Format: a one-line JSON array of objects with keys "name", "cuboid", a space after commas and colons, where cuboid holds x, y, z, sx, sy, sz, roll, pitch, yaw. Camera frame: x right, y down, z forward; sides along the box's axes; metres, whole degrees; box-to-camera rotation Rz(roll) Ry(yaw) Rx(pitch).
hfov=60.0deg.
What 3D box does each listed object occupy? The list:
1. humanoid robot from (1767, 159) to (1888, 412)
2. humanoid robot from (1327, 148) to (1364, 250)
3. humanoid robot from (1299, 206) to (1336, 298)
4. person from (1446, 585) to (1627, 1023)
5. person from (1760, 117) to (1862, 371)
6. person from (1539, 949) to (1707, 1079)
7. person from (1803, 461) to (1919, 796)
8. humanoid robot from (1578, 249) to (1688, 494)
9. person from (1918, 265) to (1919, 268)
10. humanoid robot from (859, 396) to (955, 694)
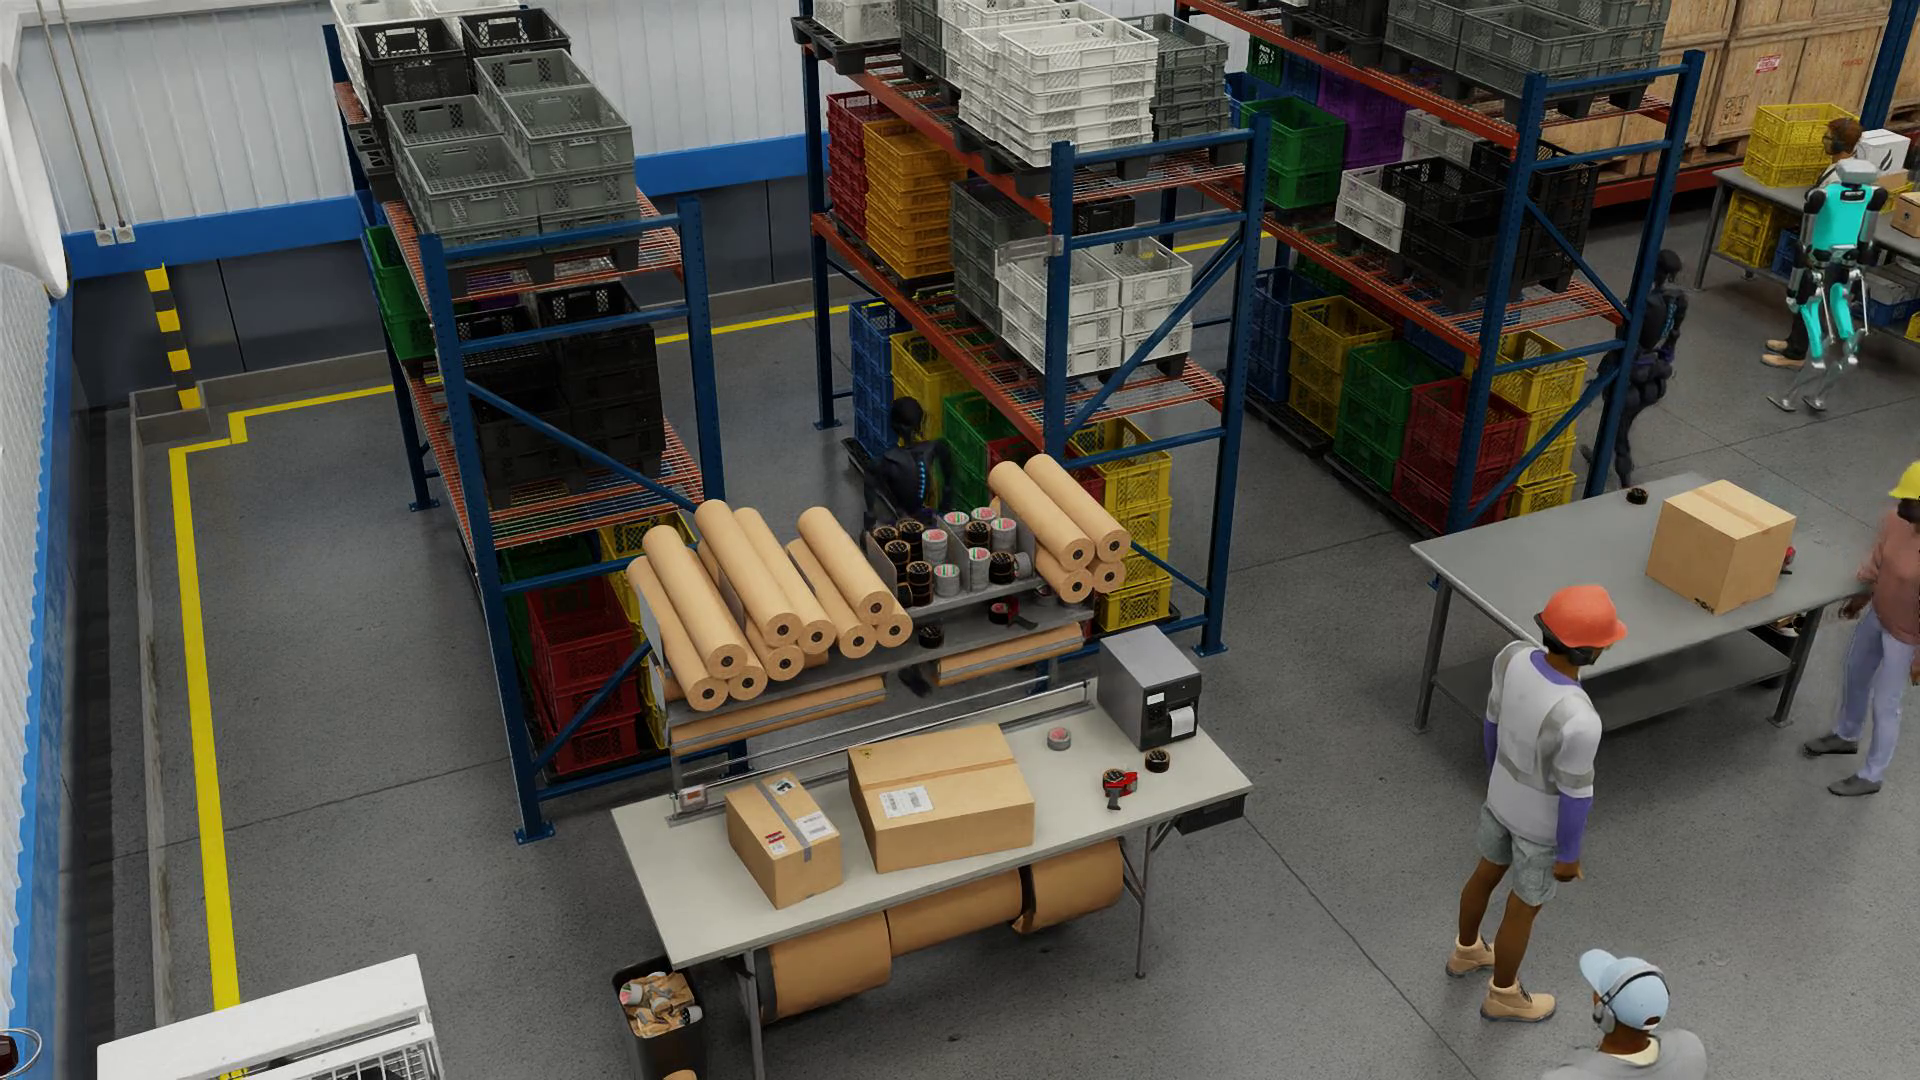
[{"name": "humanoid robot", "cuboid": [5.890, -1.624, 11.152, 0.547, 1.749, 0.681, -2, 32, -3]}, {"name": "humanoid robot", "cuboid": [3.000, -2.615, 12.878, 0.496, 1.636, 0.597, -17, 36, -26]}, {"name": "humanoid robot", "cuboid": [2.754, -2.473, 12.634, 0.365, 1.649, 0.599, 13, 34, 21]}, {"name": "person", "cuboid": [2.276, 1.046, 6.582, 0.372, 2.044, 0.603, -9, 33, -14]}, {"name": "person", "cuboid": [6.131, -2.108, 11.892, 0.326, 1.841, 0.513, 18, 36, 26]}, {"name": "person", "cuboid": [1.937, 2.002, 5.209, 0.590, 1.851, 0.401, -11, 33, -18]}, {"name": "person", "cuboid": [4.410, 0.427, 7.864, 0.376, 1.748, 0.571, 1, 32, 2]}, {"name": "humanoid robot", "cuboid": [4.135, -1.038, 10.332, 0.599, 1.637, 0.693, -14, 34, -21]}, {"name": "person", "cuboid": [7.495, -2.397, 12.356, 0.554, 1.844, 0.717, -23, 38, -32]}, {"name": "humanoid robot", "cuboid": [-0.273, 0.033, 8.577, 0.609, 1.649, 0.439, -21, 37, -30]}]
